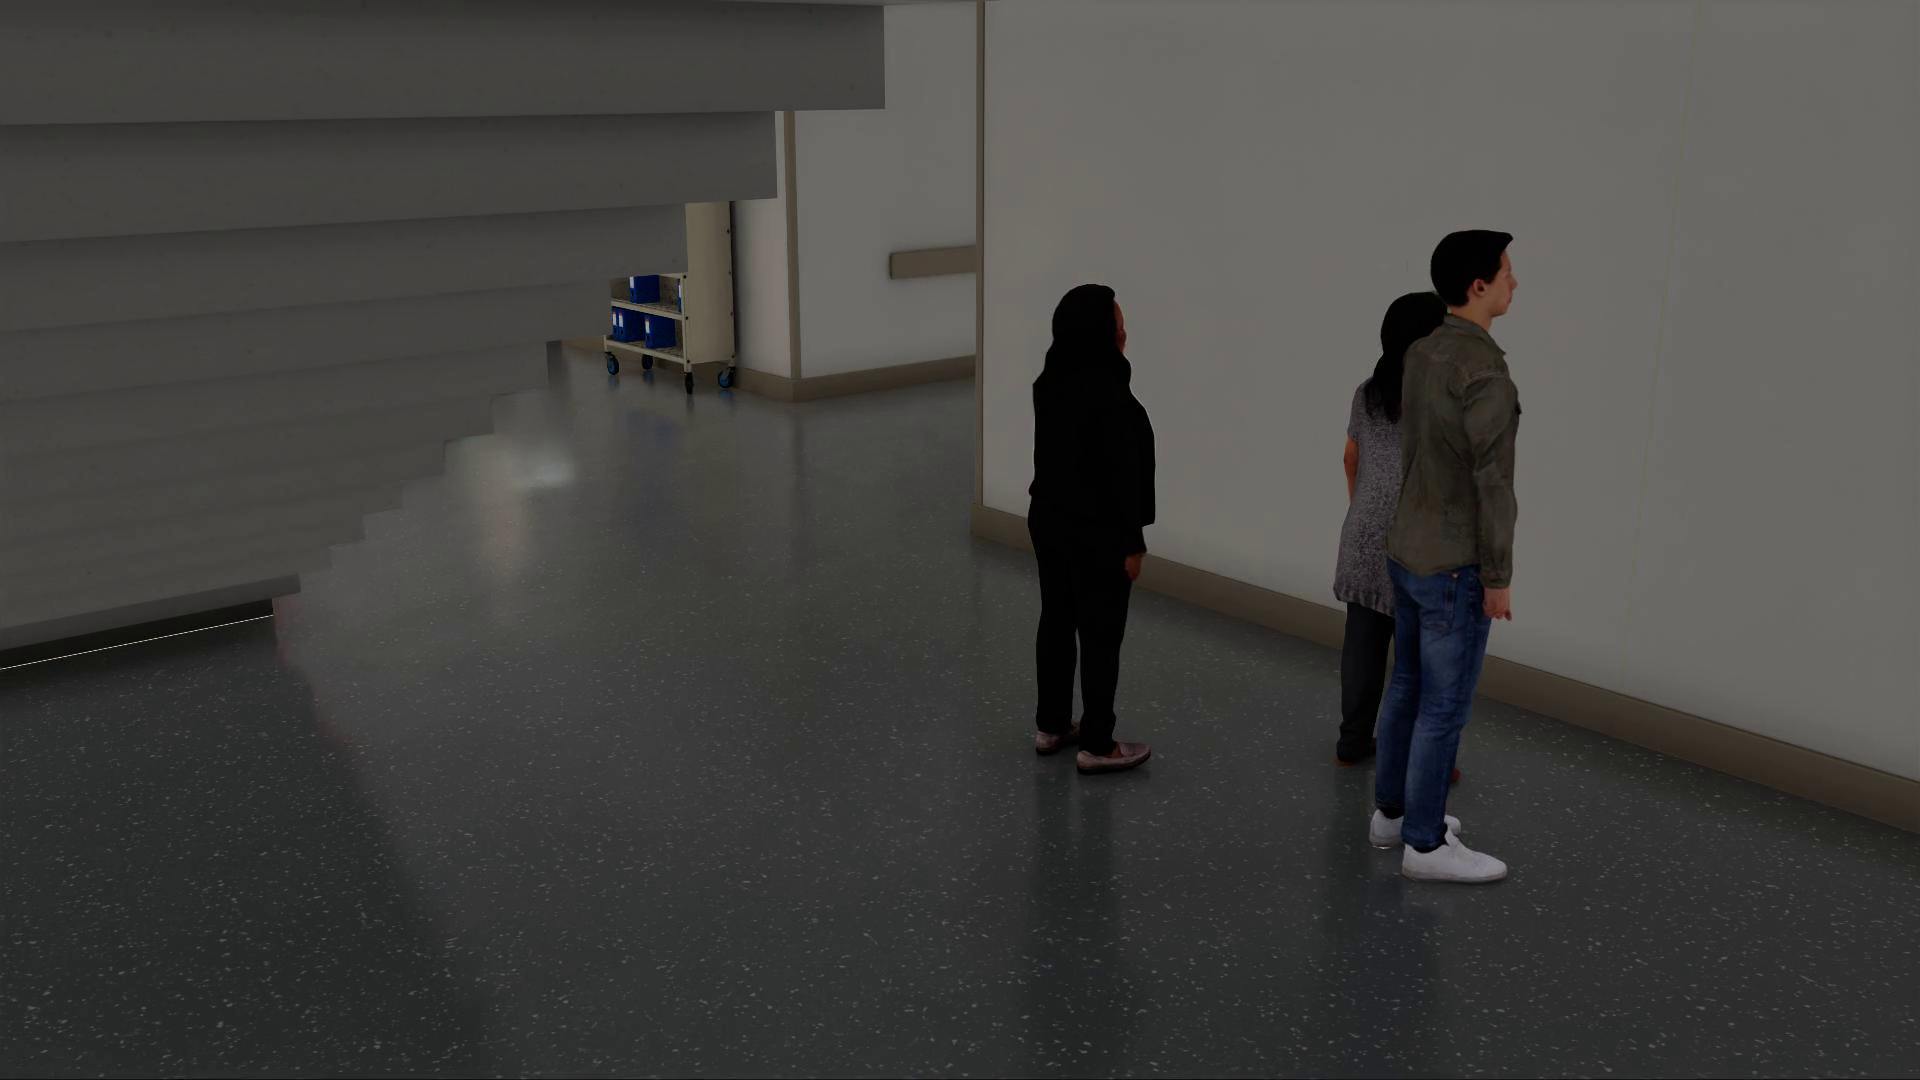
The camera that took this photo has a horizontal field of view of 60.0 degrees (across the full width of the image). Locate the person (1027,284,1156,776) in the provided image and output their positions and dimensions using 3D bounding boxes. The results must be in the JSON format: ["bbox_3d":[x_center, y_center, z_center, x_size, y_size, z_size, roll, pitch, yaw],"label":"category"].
[{"bbox_3d":[0.411,-0.033,5.507,0.710,1.617,0.572,-11,19,-34],"label":"person"}]

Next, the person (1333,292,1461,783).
[{"bbox_3d":[1.442,-0.001,5.414,0.713,1.607,0.614,-10,19,-33],"label":"person"}]

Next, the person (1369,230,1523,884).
[{"bbox_3d":[1.375,0.051,4.753,0.849,1.864,0.718,-2,16,-8],"label":"person"}]
